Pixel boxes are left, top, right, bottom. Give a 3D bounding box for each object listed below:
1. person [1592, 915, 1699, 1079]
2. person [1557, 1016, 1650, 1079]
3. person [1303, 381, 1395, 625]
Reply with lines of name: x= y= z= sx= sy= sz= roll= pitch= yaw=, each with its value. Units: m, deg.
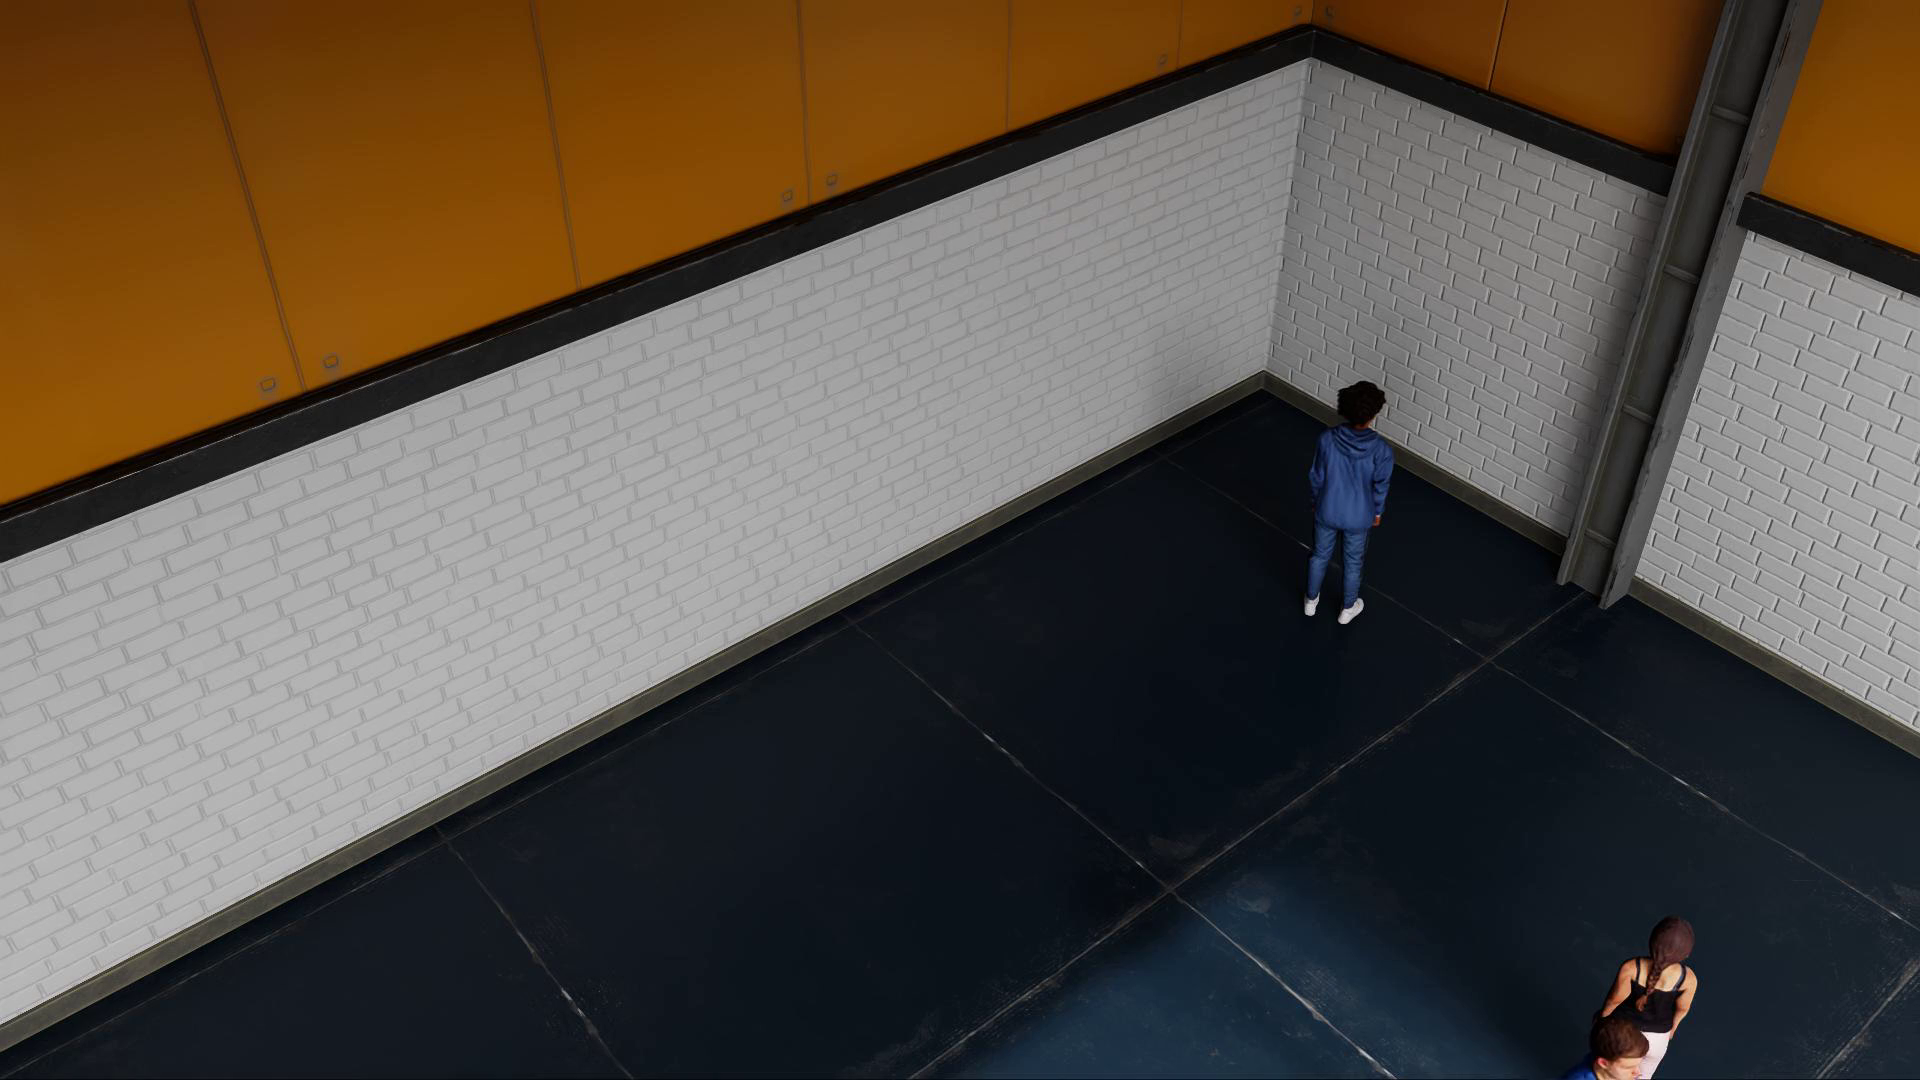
person: x=3.193 y=2.312 z=7.850 sx=0.605 sy=1.565 sz=0.685 roll=9 pitch=40 yaw=12
person: x=2.589 y=2.611 z=7.253 sx=0.683 sy=1.843 sz=1.146 roll=-31 pitch=48 yaw=-33
person: x=2.512 y=-0.226 z=10.838 sx=0.666 sy=1.803 sz=0.811 roll=16 pitch=41 yaw=19
